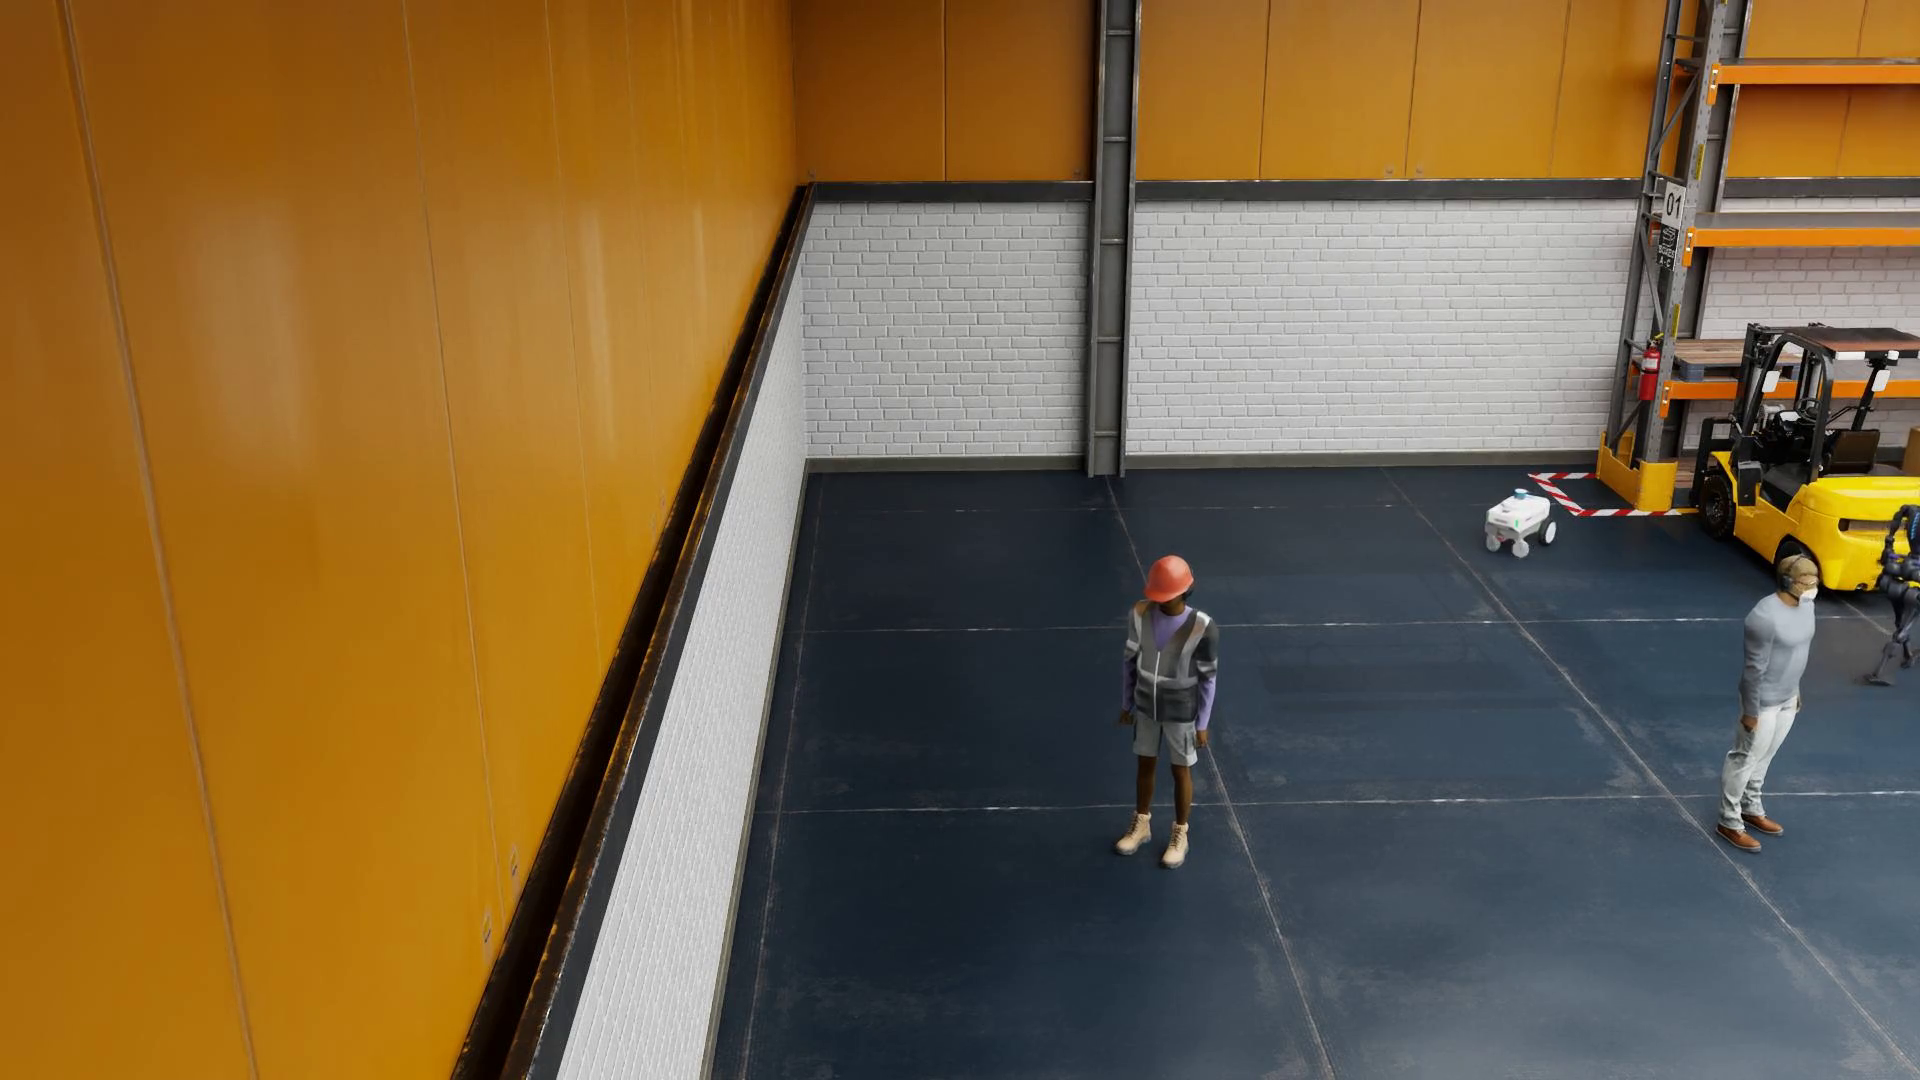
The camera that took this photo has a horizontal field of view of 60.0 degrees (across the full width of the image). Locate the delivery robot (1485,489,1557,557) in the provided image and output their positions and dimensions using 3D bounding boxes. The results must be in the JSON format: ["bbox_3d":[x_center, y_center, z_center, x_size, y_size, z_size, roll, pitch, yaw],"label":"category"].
[{"bbox_3d":[5.270,-0.181,15.655,0.522,0.613,0.784,18,27,40],"label":"delivery robot"}]

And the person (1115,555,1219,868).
[{"bbox_3d":[1.252,1.039,10.187,0.604,2.037,0.384,13,24,31],"label":"person"}]

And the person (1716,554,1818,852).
[{"bbox_3d":[5.089,1.000,10.434,0.628,1.940,0.373,-15,25,-35],"label":"person"}]

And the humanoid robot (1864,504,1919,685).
[{"bbox_3d":[7.331,0.302,12.776,0.819,1.616,0.613,-10,23,-26],"label":"humanoid robot"}]

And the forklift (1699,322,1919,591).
[{"bbox_3d":[7.809,-0.792,14.926,1.214,2.155,2.313,-1,20,-2],"label":"forklift"}]
